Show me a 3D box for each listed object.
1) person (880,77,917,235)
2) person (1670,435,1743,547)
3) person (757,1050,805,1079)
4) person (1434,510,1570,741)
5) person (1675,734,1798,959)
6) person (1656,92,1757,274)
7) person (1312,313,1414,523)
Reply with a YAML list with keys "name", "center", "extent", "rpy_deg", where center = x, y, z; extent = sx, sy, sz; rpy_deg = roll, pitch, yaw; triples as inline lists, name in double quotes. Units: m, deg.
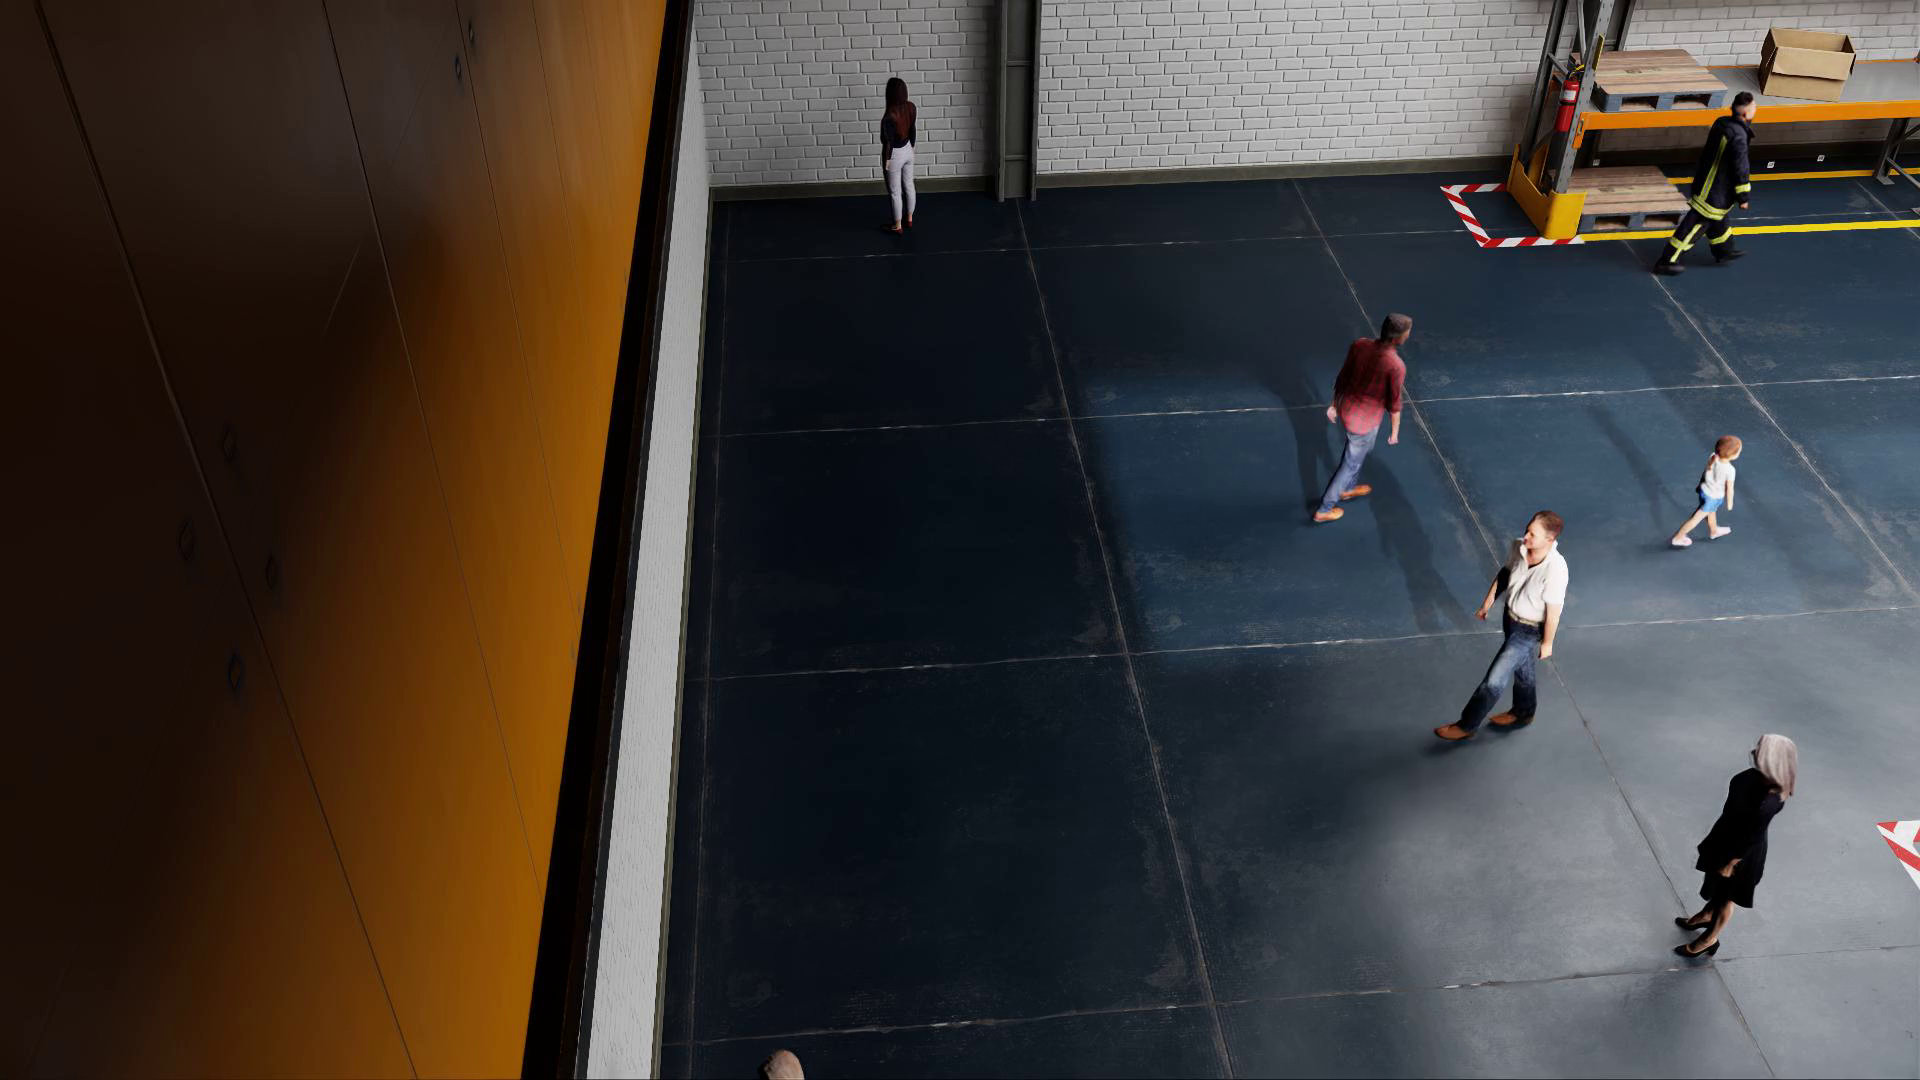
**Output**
- name: "person"
  center: [-0.627, -3.805, 16.449]
  extent: [0.733, 1.608, 0.678]
  rpy_deg: [26, 46, 29]
- name: "person"
  center: [5.665, -0.353, 12.618]
  extent: [0.737, 0.995, 0.476]
  rpy_deg: [-7, 39, -8]
- name: "person"
  center: [-0.793, 2.961, 7.863]
  extent: [0.603, 1.750, 0.707]
  rpy_deg: [17, 42, 21]
- name: "person"
  center: [3.773, 0.539, 10.831]
  extent: [1.023, 1.831, 0.747]
  rpy_deg: [-7, 39, -9]
- name: "person"
  center: [4.392, 1.728, 9.409]
  extent: [0.707, 1.748, 0.689]
  rpy_deg: [14, 41, 17]
- name: "person"
  center: [7.061, -3.335, 15.691]
  extent: [1.166, 1.820, 0.841]
  rpy_deg: [1, 39, 1]
- name: "person"
  center: [2.992, -0.916, 12.682]
  extent: [0.998, 1.795, 0.883]
  rpy_deg: [-22, 44, -25]
